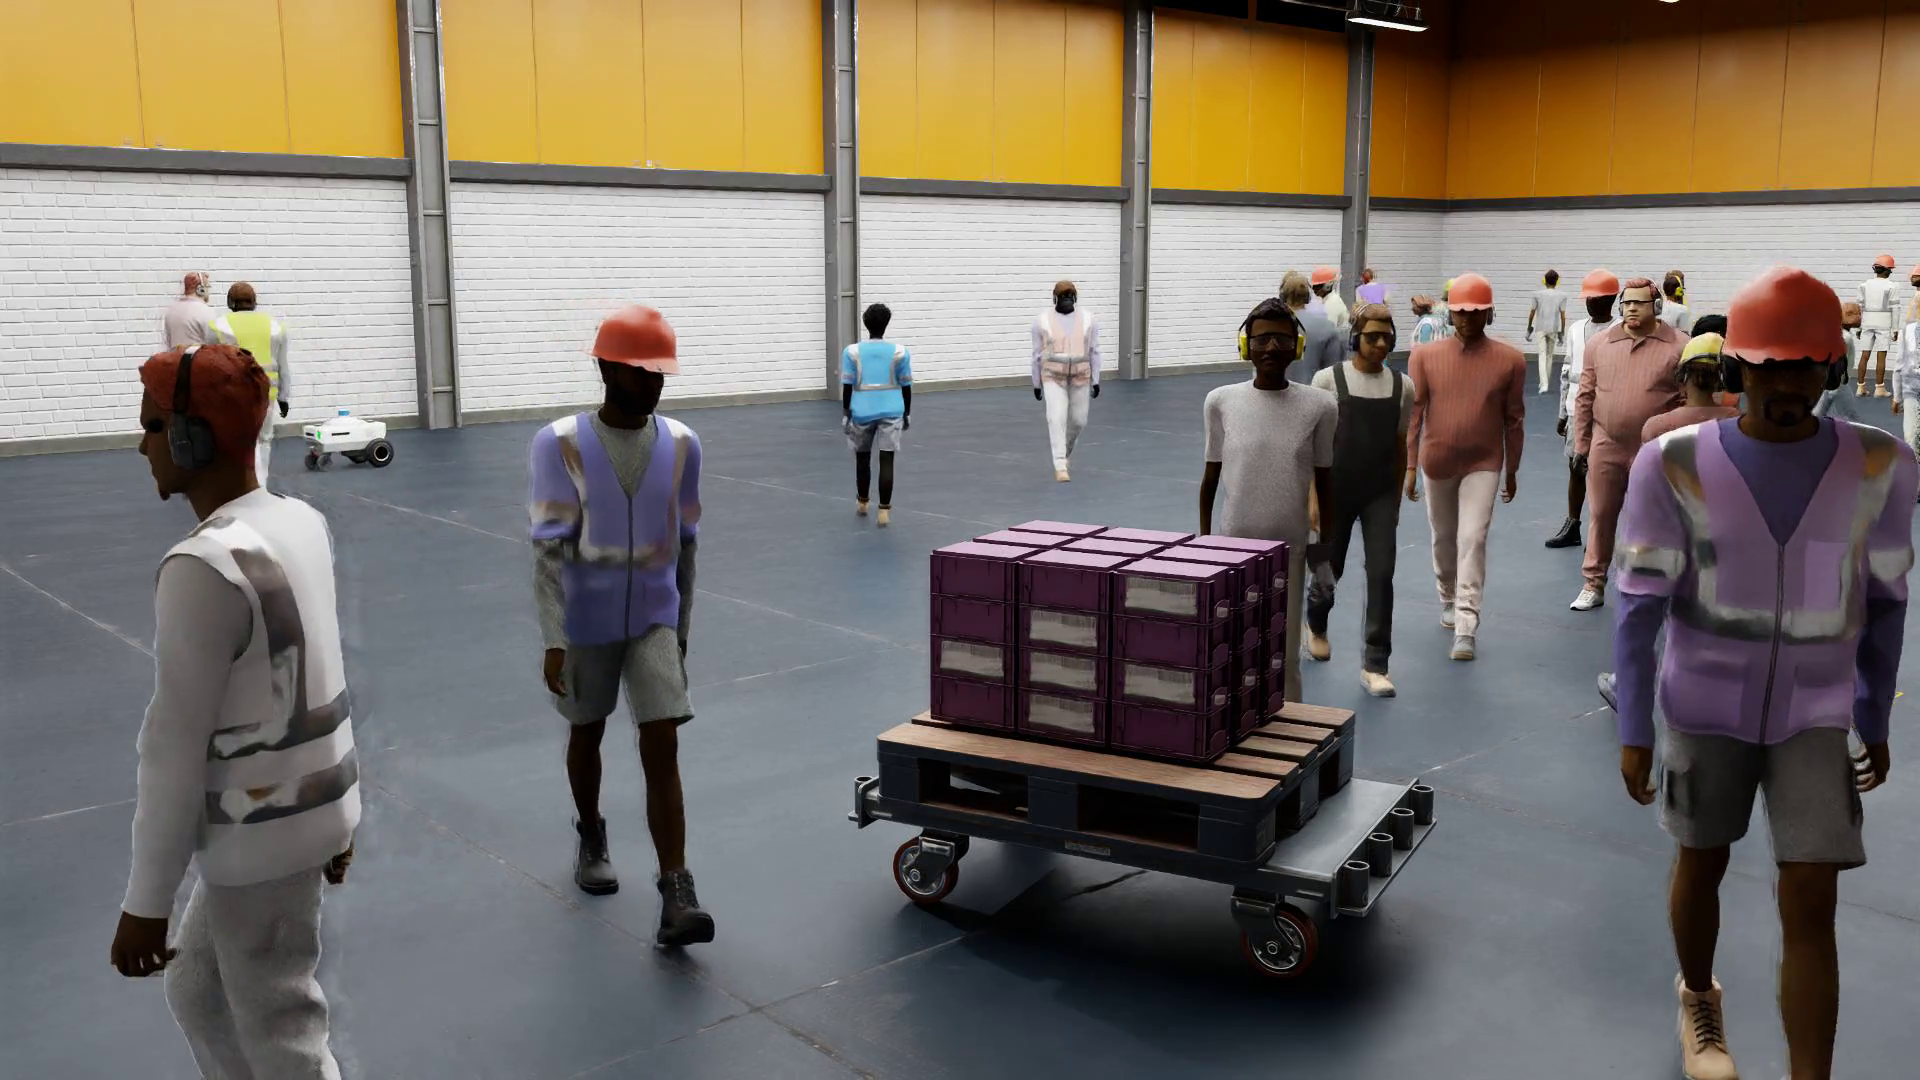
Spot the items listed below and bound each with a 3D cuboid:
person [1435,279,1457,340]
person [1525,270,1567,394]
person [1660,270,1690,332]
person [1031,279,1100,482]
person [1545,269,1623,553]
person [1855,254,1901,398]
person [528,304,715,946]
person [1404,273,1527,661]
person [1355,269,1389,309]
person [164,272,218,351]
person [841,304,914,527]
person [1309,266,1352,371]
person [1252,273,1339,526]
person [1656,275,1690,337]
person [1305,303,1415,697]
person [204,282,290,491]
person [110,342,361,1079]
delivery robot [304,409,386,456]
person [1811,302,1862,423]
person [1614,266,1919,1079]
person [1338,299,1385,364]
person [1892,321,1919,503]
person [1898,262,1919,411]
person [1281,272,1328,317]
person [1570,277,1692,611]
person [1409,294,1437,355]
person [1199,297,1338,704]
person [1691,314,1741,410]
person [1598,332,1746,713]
[{"bbox_3d":[6.433,-2.524,21.634,0.520,1.716,0.708,-3,10,-15],"label":"person"},{"bbox_3d":[8.685,-3.081,24.629,0.513,1.828,0.975,1,10,7],"label":"person"},{"bbox_3d":[9.203,-2.567,21.547,0.633,1.842,0.429,-5,11,-28],"label":"person"},{"bbox_3d":[0.952,-1.465,15.166,0.630,1.823,0.755,-1,10,-8],"label":"person"},{"bbox_3d":[4.328,-0.877,11.375,0.356,1.938,0.544,-7,12,-35],"label":"person"},{"bbox_3d":[13.171,-3.062,23.857,0.374,2.042,0.615,-6,12,-33],"label":"person"},{"bbox_3d":[-0.999,0.244,4.980,0.554,1.869,1.042,-5,11,-25],"label":"person"},{"bbox_3d":[2.616,-0.415,8.693,0.613,1.943,1.058,3,10,19],"label":"person"},{"bbox_3d":[7.172,-3.775,28.777,0.751,1.813,0.378,-3,10,-17],"label":"person"},{"bbox_3d":[-6.961,-1.545,15.464,0.678,1.863,0.925,7,12,34],"label":"person"},{"bbox_3d":[-0.626,-0.959,12.662,0.542,1.653,0.834,0,10,-2],"label":"person"},{"bbox_3d":[4.032,-1.995,18.009,1.087,1.902,0.625,1,10,8],"label":"person"},{"bbox_3d":[2.464,-1.002,12.222,0.638,1.909,0.932,1,10,7],"label":"person"},{"bbox_3d":[7.623,-1.935,17.949,0.995,1.830,0.508,-4,10,-20],"label":"person"},{"bbox_3d":[1.880,-0.223,7.921,0.515,1.815,0.868,0,10,-1],"label":"person"},{"bbox_3d":[-5.765,-1.151,13.349,0.646,1.800,0.887,-9,13,-43],"label":"person"},{"bbox_3d":[-1.397,0.570,3.127,0.572,1.868,0.580,-1,10,-7],"label":"person"},{"bbox_3d":[-5.879,-1.007,15.904,0.477,0.478,0.707,9,14,44],"label":"delivery robot"},{"bbox_3d":[8.475,-1.505,16.083,0.869,1.585,0.509,2,10,14],"label":"person"},{"bbox_3d":[1.777,0.411,3.679,0.620,1.989,1.019,3,10,17],"label":"person"},{"bbox_3d":[3.812,-1.497,15.987,0.502,1.621,0.583,4,10,22],"label":"person"},{"bbox_3d":[8.120,-1.231,13.878,0.604,1.796,0.910,6,11,30],"label":"person"},{"bbox_3d":[12.466,-2.639,21.681,0.350,1.942,0.547,4,10,20],"label":"person"},{"bbox_3d":[3.265,-1.659,16.162,0.675,1.869,1.024,1,10,7],"label":"person"},{"bbox_3d":[3.772,-0.516,9.355,0.651,1.906,0.404,6,12,33],"label":"person"},{"bbox_3d":[5.266,-1.950,18.623,0.757,1.604,0.520,1,10,6],"label":"person"},{"bbox_3d":[1.125,0.056,6.105,0.545,1.871,0.325,2,10,11],"label":"person"},{"bbox_3d":[4.356,-0.479,9.784,0.530,1.684,0.396,-2,10,-10],"label":"person"},{"bbox_3d":[3.015,0.000,6.918,0.530,1.701,0.963,0,10,-3],"label":"person"}]
